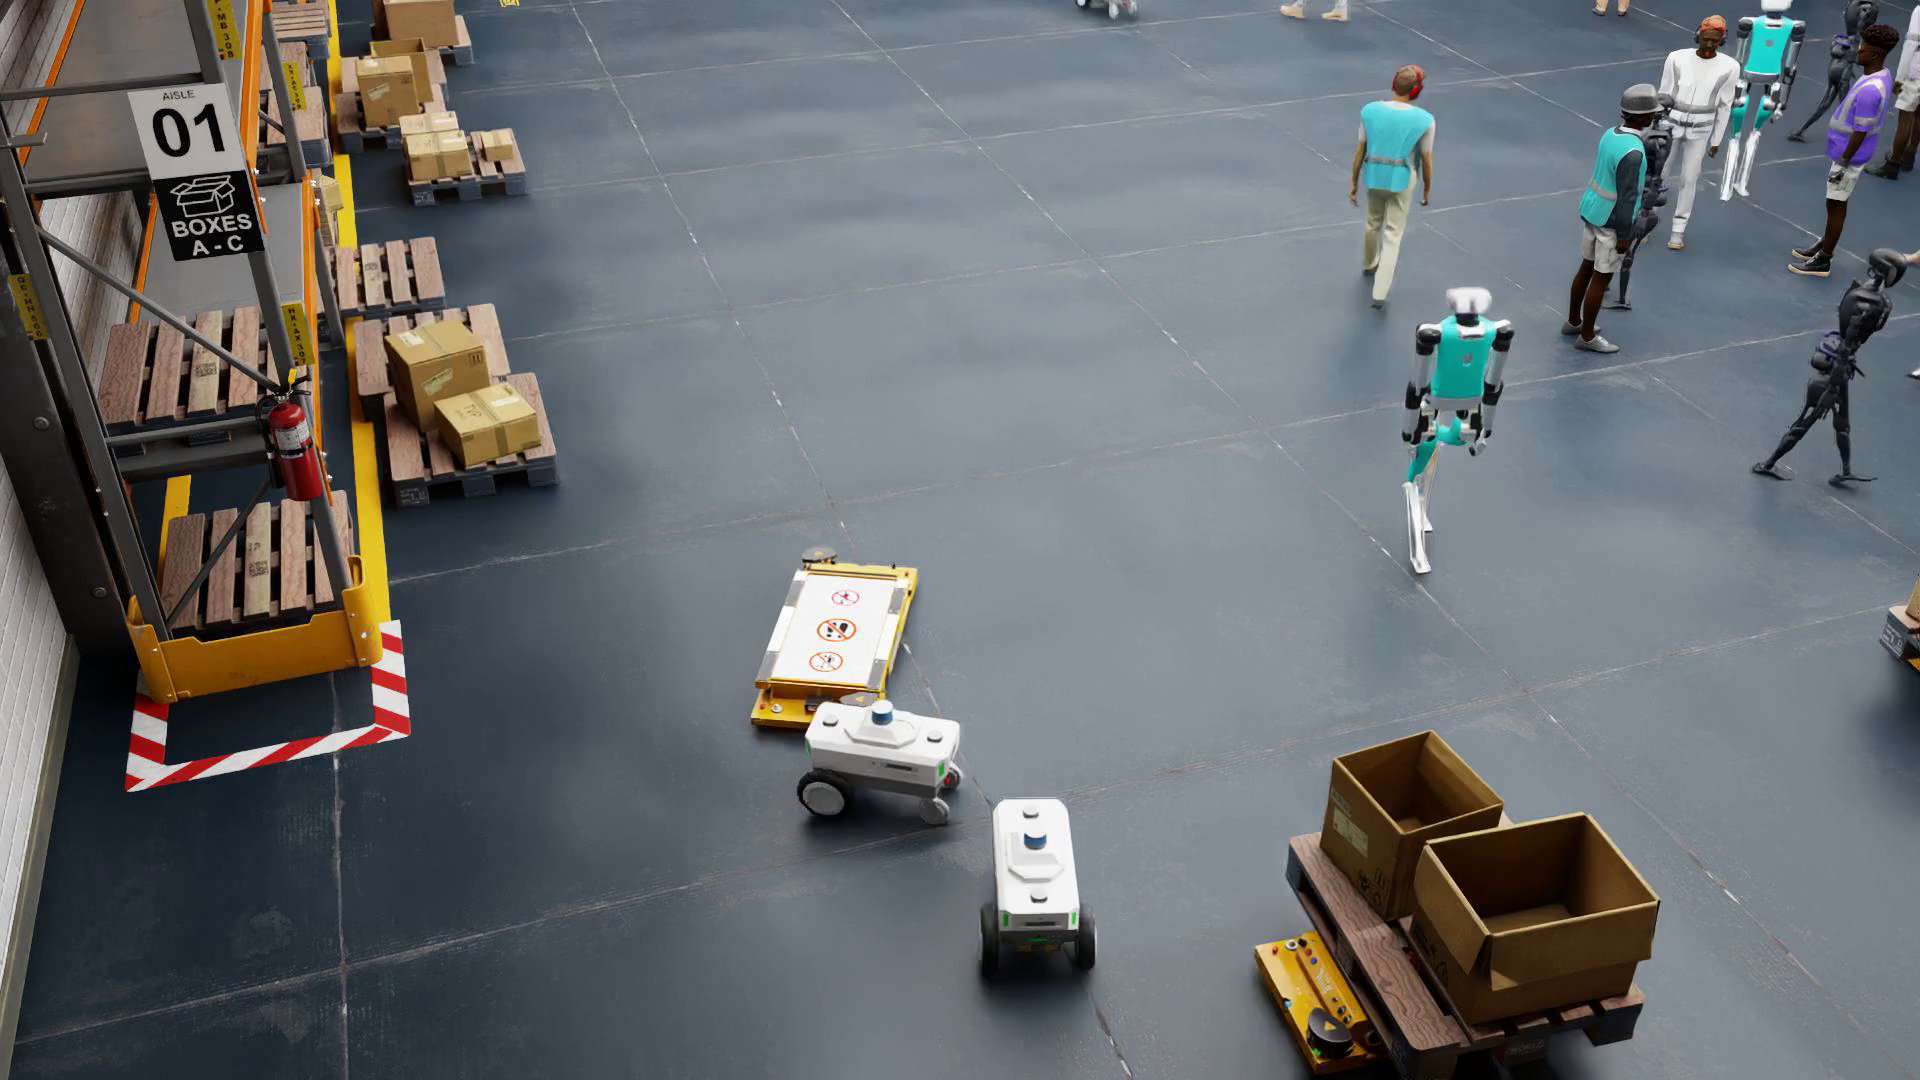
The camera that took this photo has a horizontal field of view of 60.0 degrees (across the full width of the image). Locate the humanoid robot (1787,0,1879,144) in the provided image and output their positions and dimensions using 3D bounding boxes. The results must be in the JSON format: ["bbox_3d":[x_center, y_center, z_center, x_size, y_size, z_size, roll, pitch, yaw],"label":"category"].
[{"bbox_3d":[8.286,-4.487,15.486,0.688,1.635,0.611,12,35,18],"label":"humanoid robot"}]

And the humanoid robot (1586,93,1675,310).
[{"bbox_3d":[5.039,-2.512,12.421,0.374,1.653,0.611,2,33,3],"label":"humanoid robot"}]

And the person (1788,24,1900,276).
[{"bbox_3d":[6.907,-3.023,12.944,0.368,1.965,0.601,18,37,25],"label":"person"}]

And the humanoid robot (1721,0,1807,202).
[{"bbox_3d":[6.873,-3.843,14.398,0.552,1.777,0.748,13,35,19],"label":"humanoid robot"}]

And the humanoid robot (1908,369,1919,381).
[{"bbox_3d":[7.001,-1.840,11.340,1.039,1.695,0.549,-14,36,-21],"label":"humanoid robot"}]

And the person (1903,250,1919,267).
[{"bbox_3d":[7.921,-2.854,12.946,0.644,1.666,0.566,22,39,30],"label":"person"}]

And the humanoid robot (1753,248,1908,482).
[{"bbox_3d":[5.431,-1.034,10.180,0.715,1.626,0.609,21,38,28],"label":"humanoid robot"}]

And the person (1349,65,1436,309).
[{"bbox_3d":[3.305,-2.728,12.656,0.591,1.797,0.807,20,38,27],"label":"person"}]

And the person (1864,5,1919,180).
[{"bbox_3d":[8.533,-4.183,14.777,0.600,1.922,0.497,-8,34,-12],"label":"person"}]

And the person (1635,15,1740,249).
[{"bbox_3d":[5.866,-3.291,13.435,0.573,1.880,0.361,16,36,23],"label":"person"}]

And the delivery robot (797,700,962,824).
[{"bbox_3d":[-0.383,1.032,8.012,0.789,0.593,0.499,7,34,11],"label":"delivery robot"}]

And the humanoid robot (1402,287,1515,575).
[{"bbox_3d":[2.758,-0.698,9.584,0.543,1.773,0.921,-2,33,-3],"label":"humanoid robot"}]

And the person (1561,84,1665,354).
[{"bbox_3d":[4.615,-2.285,11.835,0.418,1.941,0.551,-1,33,-1],"label":"person"}]

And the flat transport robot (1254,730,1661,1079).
[{"bbox_3d":[2.046,1.830,7.052,1.431,0.231,0.659,-8,34,-12],"label":"flat transport robot"}]

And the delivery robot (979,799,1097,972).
[{"bbox_3d":[0.326,1.512,7.293,0.499,0.612,0.805,-1,33,-1],"label":"delivery robot"}]

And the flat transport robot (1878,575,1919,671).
[{"bbox_3d":[5.545,0.847,8.559,0.659,0.231,1.431,-5,33,-8],"label":"flat transport robot"}]

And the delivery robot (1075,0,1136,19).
[{"bbox_3d":[1.738,-6.481,19.543,0.499,0.602,0.795,-19,38,-26],"label":"delivery robot"}]

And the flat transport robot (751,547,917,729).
[{"bbox_3d":[-0.659,0.527,9.050,0.659,0.231,1.431,4,33,6],"label":"flat transport robot"}]

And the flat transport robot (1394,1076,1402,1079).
[{"bbox_3d":[1.751,2.577,5.906,0.659,0.231,1.431,12,35,17],"label":"flat transport robot"}]

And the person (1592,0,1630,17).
[{"bbox_3d":[7.619,-6.886,19.131,0.466,1.675,0.374,5,33,7],"label":"person"}]

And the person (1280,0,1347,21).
[{"bbox_3d":[4.167,-6.876,18.969,0.790,1.836,0.487,16,36,23],"label":"person"}]
